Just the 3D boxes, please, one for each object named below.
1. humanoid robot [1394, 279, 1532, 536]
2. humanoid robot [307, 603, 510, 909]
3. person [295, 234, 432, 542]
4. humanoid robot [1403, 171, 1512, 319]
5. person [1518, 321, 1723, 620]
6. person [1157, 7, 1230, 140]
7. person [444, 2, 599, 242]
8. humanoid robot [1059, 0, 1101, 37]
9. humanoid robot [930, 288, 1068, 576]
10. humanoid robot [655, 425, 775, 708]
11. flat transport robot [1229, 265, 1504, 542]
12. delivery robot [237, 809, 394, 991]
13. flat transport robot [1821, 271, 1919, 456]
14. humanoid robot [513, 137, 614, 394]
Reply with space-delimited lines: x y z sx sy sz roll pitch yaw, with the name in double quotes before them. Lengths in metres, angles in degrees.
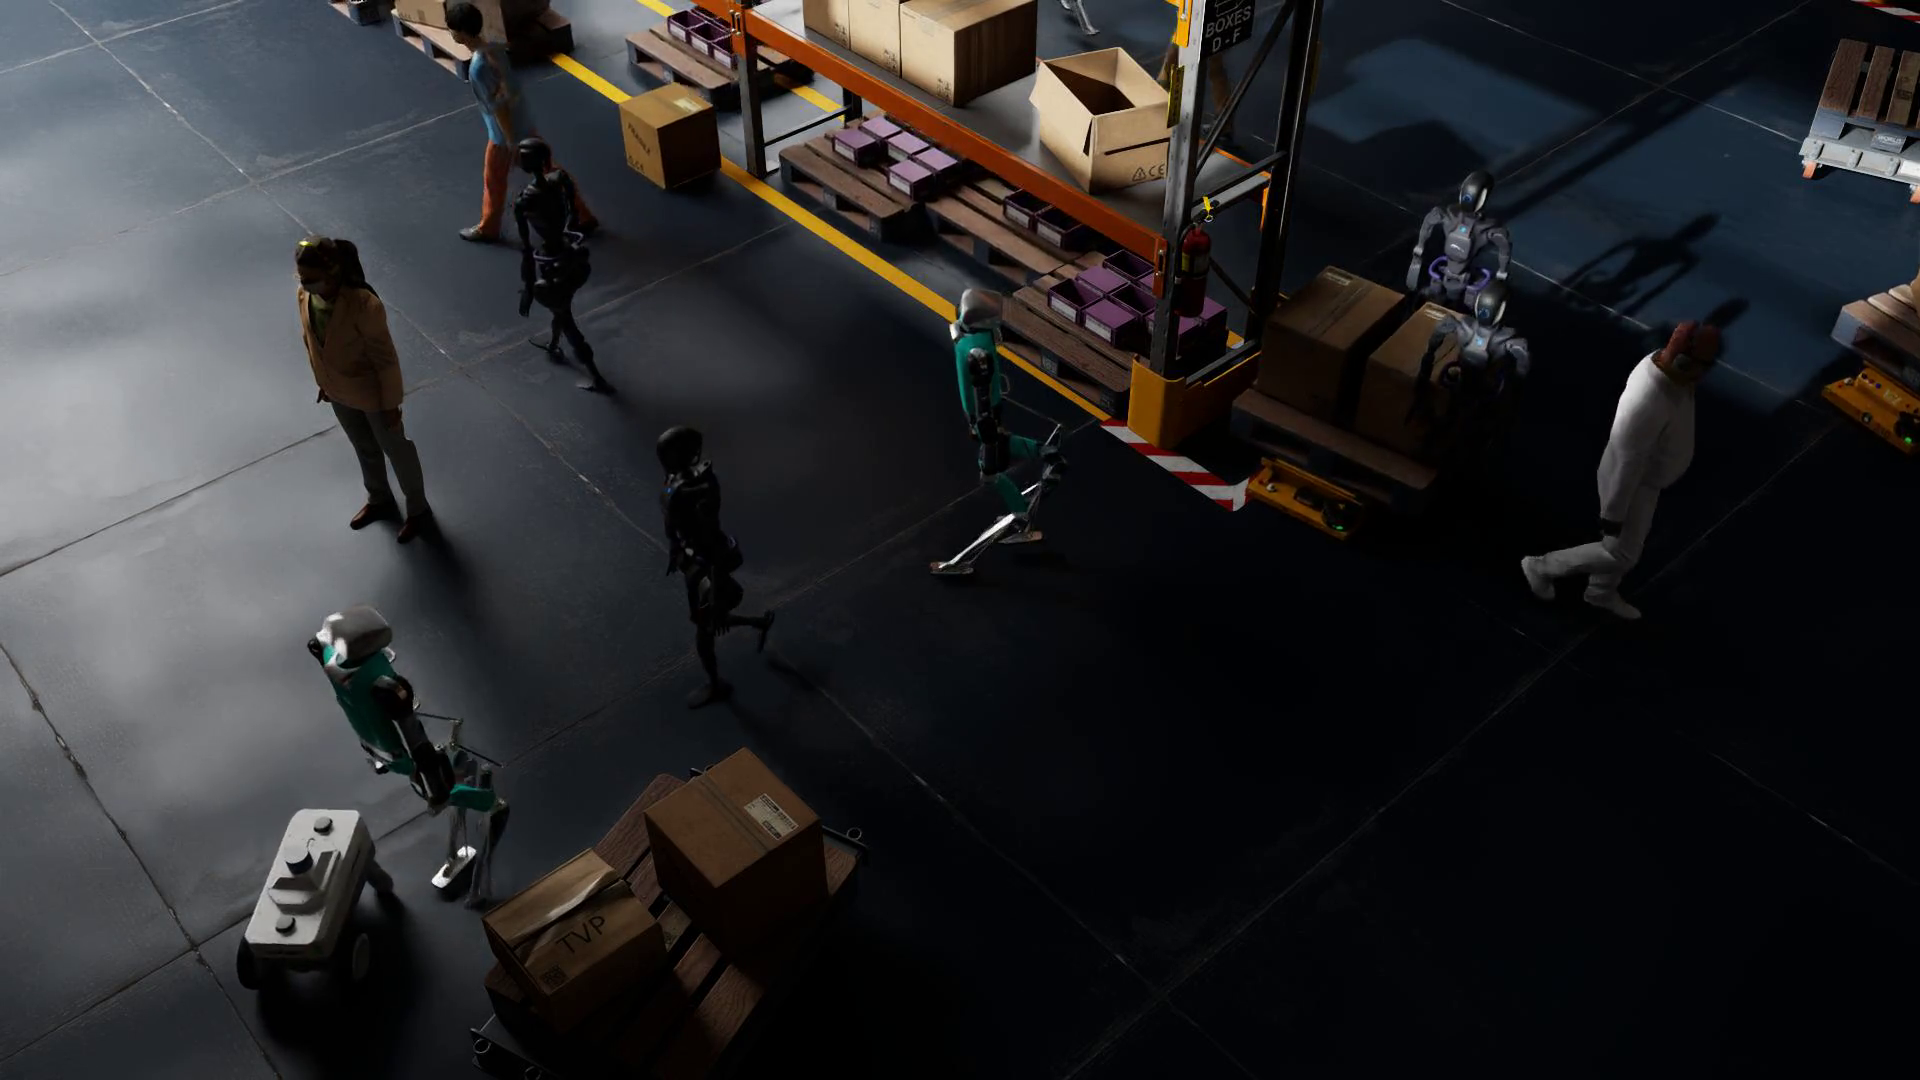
"humanoid robot" 2.679 -0.707 8.825 0.590 1.644 0.358 20 46 21
"humanoid robot" -2.219 0.865 7.071 0.535 1.801 0.663 28 49 27
"person" -3.162 -0.814 8.796 0.555 1.876 0.405 18 46 18
"humanoid robot" 2.850 -1.376 9.550 0.603 1.651 0.318 25 48 25
"person" 3.295 -0.318 8.253 0.573 1.882 0.658 20 46 21
"person" 1.716 -3.808 12.177 0.576 1.698 0.921 -33 52 -30
"person" -2.960 -2.716 10.996 0.947 1.700 0.536 2 43 2
"humanoid robot" 0.955 -4.952 13.408 0.530 1.718 1.072 -14 44 -15
"humanoid robot" 0.264 -0.535 8.600 0.893 1.776 0.544 -5 43 -6
"humanoid robot" -1.156 0.101 7.955 0.578 1.638 0.589 -25 48 -25
"flat transport robot" 2.326 -0.551 9.694 0.659 0.231 1.431 29 50 28
"delivery robot" -2.798 1.555 7.189 0.501 0.590 0.761 1 43 1
"flat transport robot" 6.046 -0.960 10.139 1.431 0.231 0.659 -19 46 -19
"humanoid robot" -2.454 -1.624 9.839 0.700 1.634 0.611 16 45 17
